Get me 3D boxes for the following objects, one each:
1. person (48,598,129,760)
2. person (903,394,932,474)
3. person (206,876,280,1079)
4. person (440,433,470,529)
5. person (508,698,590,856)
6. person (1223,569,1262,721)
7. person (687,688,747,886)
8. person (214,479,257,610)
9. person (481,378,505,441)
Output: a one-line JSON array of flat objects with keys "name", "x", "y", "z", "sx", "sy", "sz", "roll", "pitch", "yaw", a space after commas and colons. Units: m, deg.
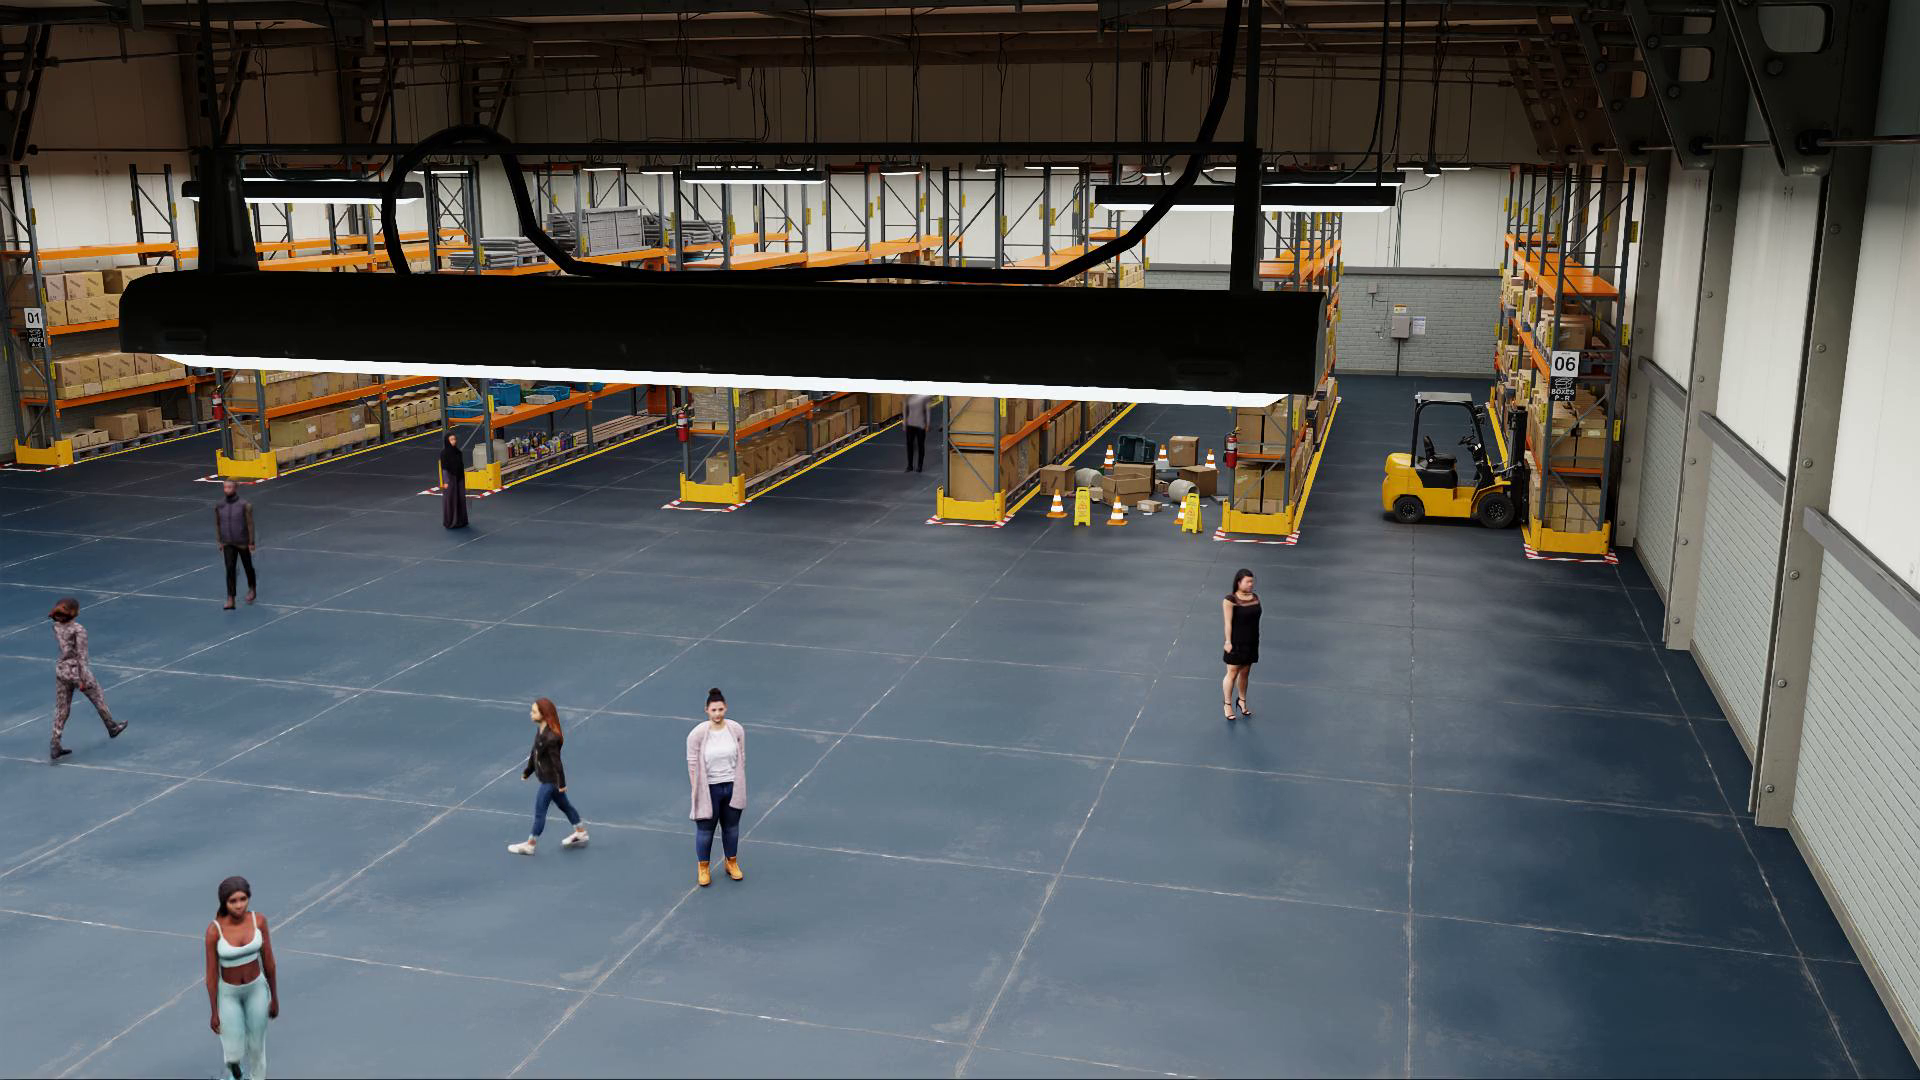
[{"name": "person", "x": -9.344, "y": 1.475, "z": 17.391, "sx": 0.638, "sy": 1.660, "sz": 1.169, "roll": 5, "pitch": 14, "yaw": 19}, {"name": "person", "x": -0.832, "y": -2.297, "z": 33.141, "sx": 0.773, "sy": 1.904, "sz": 0.856, "roll": 3, "pitch": 13, "yaw": 13}, {"name": "person", "x": -4.687, "y": 2.968, "z": 10.815, "sx": 0.779, "sy": 1.719, "sz": 0.829, "roll": -9, "pitch": 16, "yaw": -35}, {"name": "person", "x": -8.619, "y": -1.022, "z": 28.279, "sx": 0.736, "sy": 1.613, "sz": 0.627, "roll": 9, "pitch": 16, "yaw": 33}, {"name": "person", "x": -3.634, "y": 2.131, "z": 15.033, "sx": 0.971, "sy": 1.446, "sz": 0.975, "roll": -5, "pitch": 14, "yaw": -21}, {"name": "person", "x": 3.142, "y": 1.154, "z": 18.648, "sx": 0.738, "sy": 1.718, "sz": 0.812, "roll": -9, "pitch": 16, "yaw": -34}, {"name": "person", "x": -2.097, "y": 2.120, "z": 14.423, "sx": 0.783, "sy": 1.743, "sz": 0.816, "roll": -6, "pitch": 14, "yaw": -23}, {"name": "person", "x": -10.063, "y": 0.049, "z": 23.262, "sx": 0.943, "sy": 1.789, "sz": 1.243, "roll": 0, "pitch": 13, "yaw": -2}, {"name": "person", "x": -10.044, "y": -2.887, "z": 35.761, "sx": 0.705, "sy": 1.872, "sz": 0.623, "roll": 1, "pitch": 13, "yaw": 2}]
